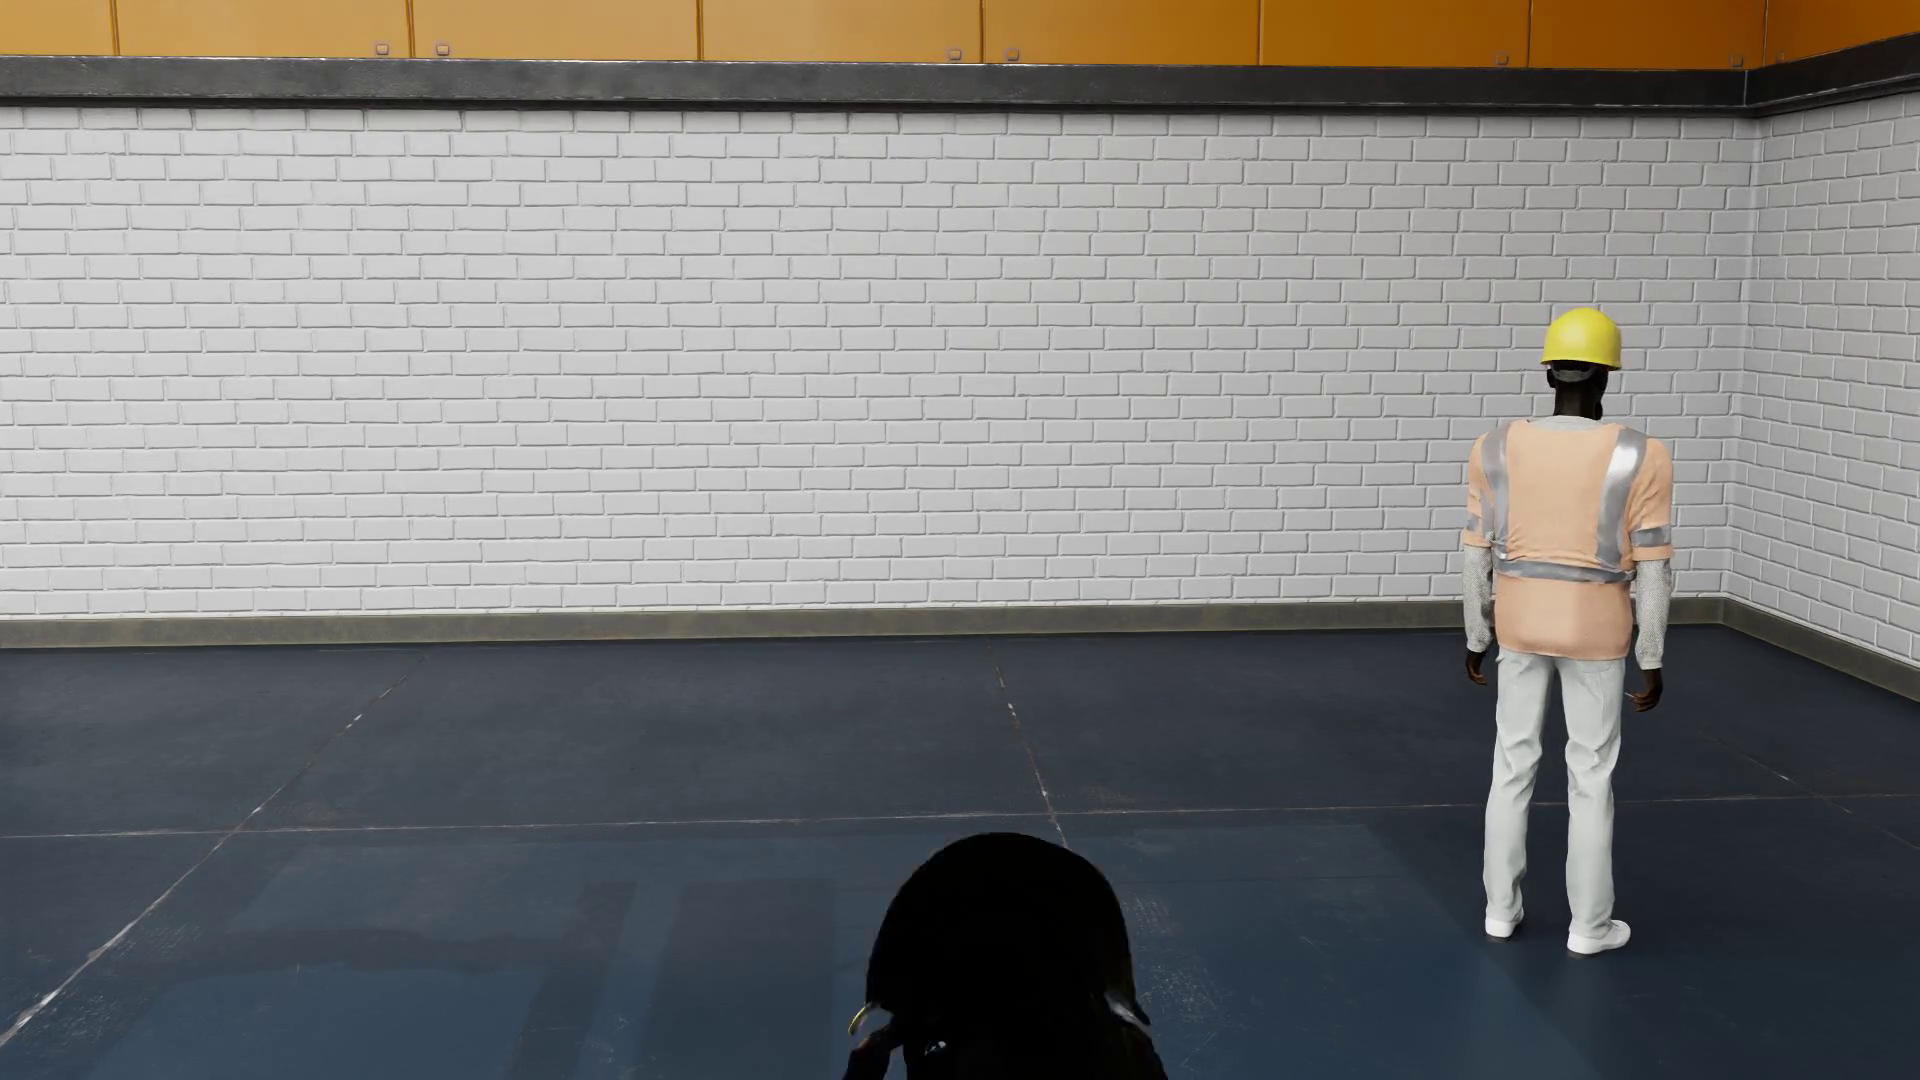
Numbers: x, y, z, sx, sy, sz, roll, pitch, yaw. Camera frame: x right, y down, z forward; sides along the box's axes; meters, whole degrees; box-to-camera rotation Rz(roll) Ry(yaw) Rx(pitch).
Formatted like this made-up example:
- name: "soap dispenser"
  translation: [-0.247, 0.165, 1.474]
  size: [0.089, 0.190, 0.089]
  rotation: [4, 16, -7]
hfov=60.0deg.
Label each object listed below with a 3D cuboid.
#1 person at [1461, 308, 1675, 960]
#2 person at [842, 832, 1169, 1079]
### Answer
- name: "person"
  translation: [1.801, 0.280, 4.961]
  size: [0.594, 1.924, 0.374]
  rotation: [6, 11, 34]
- name: "person"
  translation: [0.077, 1.021, 0.965]
  size: [0.485, 1.715, 0.756]
  rotation: [-2, 9, -13]
